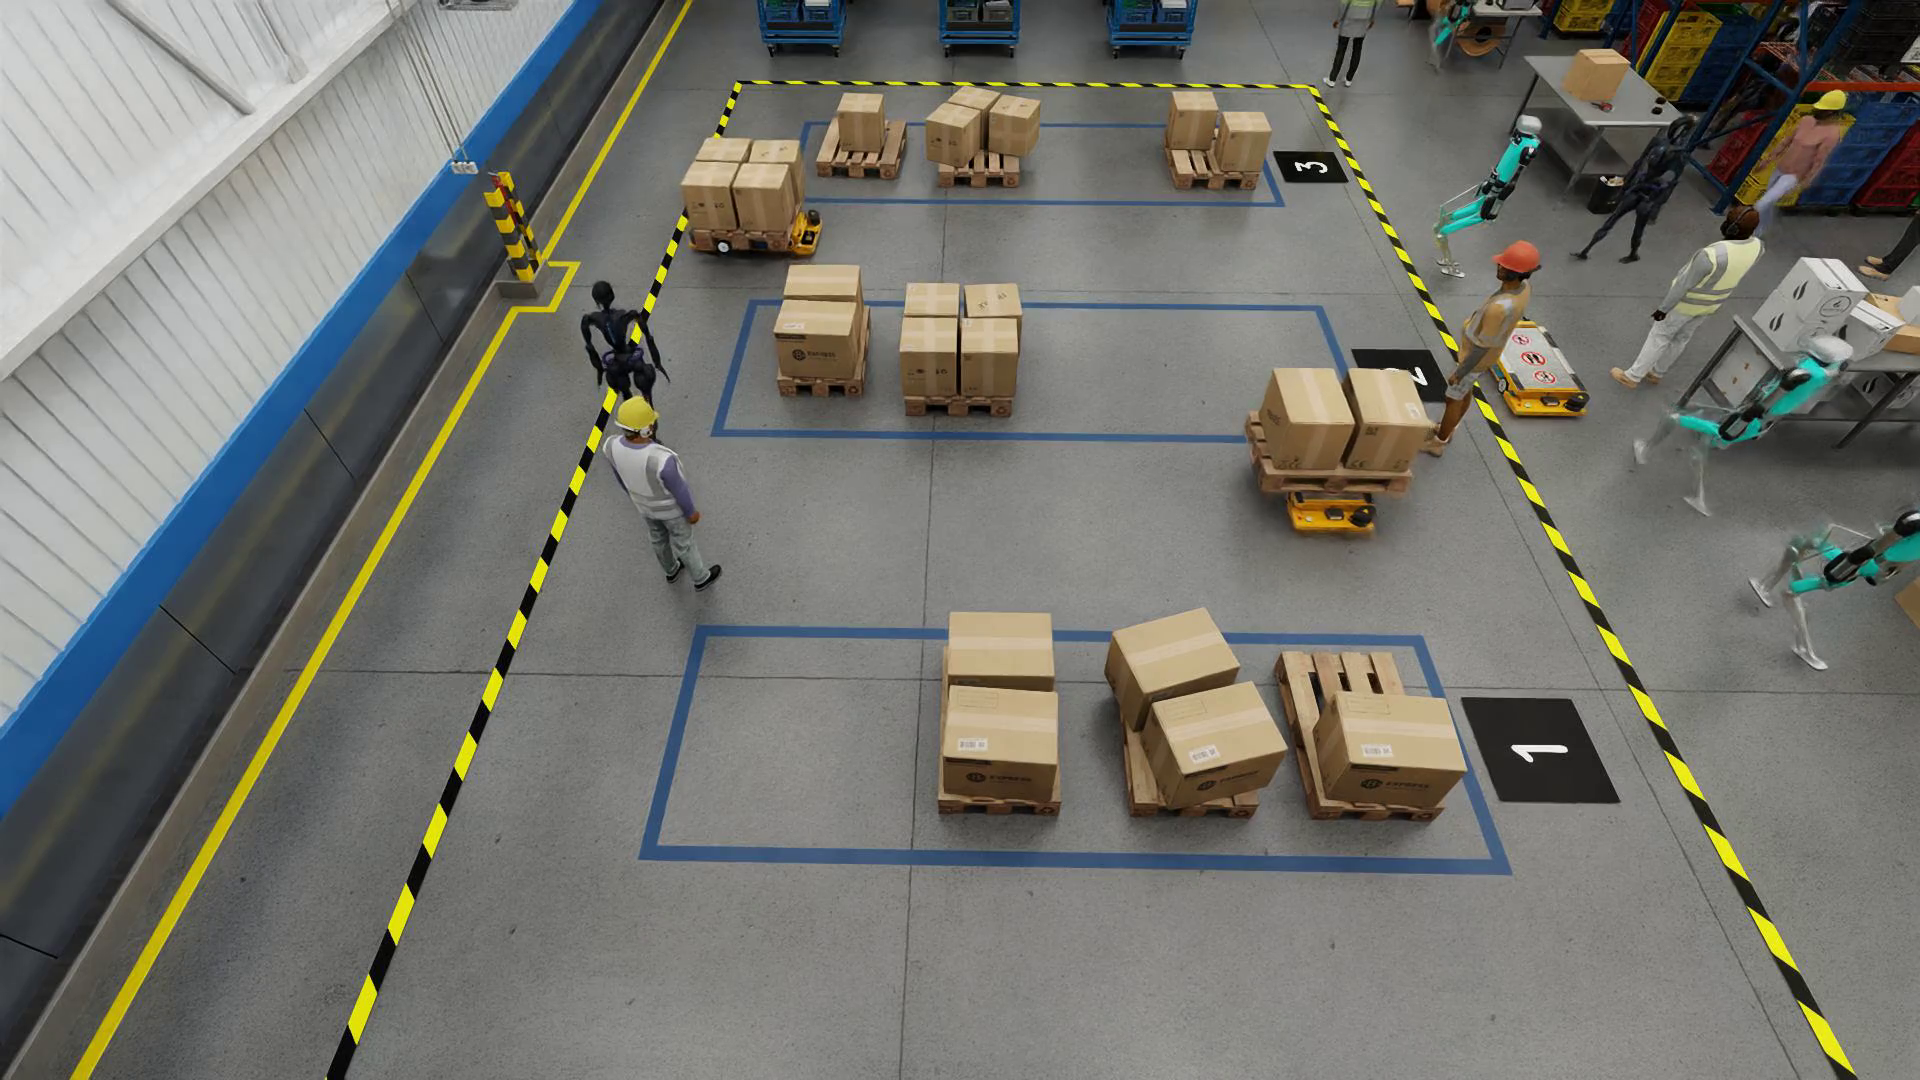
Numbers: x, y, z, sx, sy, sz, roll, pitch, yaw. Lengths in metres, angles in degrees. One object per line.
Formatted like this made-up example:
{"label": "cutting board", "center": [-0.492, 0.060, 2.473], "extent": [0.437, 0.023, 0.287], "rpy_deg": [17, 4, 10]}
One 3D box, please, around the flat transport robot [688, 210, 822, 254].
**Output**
{"label": "flat transport robot", "center": [-2.369, -3.603, 10.633], "extent": [1.431, 0.197, 0.652], "rpy_deg": [3, 49, 2]}

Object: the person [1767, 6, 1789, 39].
{"label": "person", "center": [11.829, -7.534, 13.014], "extent": [0.462, 1.840, 0.657], "rpy_deg": [-8, 50, -7]}

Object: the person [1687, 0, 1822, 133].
{"label": "person", "center": [10.395, -6.240, 11.789], "extent": [0.957, 1.997, 0.612], "rpy_deg": [28, 55, 22]}

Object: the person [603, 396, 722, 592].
{"label": "person", "center": [-2.190, -0.300, 6.765], "extent": [0.586, 1.822, 0.404], "rpy_deg": [18, 52, 15]}

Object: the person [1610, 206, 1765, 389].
{"label": "person", "center": [6.670, -2.173, 8.383], "extent": [0.629, 1.835, 0.429], "rpy_deg": [-11, 50, -10]}

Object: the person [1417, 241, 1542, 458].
{"label": "person", "center": [4.317, -1.567, 7.718], "extent": [0.391, 2.041, 0.611], "rpy_deg": [36, 58, 27]}

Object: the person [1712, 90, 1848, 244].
{"label": "person", "center": [8.948, -4.018, 10.033], "extent": [0.776, 1.734, 0.556], "rpy_deg": [-2, 49, -1]}

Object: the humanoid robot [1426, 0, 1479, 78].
{"label": "humanoid robot", "center": [7.049, -7.585, 13.140], "extent": [0.555, 1.797, 0.809], "rpy_deg": [-31, 56, -24]}

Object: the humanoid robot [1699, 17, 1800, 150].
{"label": "humanoid robot", "center": [10.051, -5.697, 11.561], "extent": [0.718, 1.624, 0.591], "rpy_deg": [12, 50, 10]}

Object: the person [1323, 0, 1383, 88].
{"label": "person", "center": [5.548, -7.338, 12.841], "extent": [0.589, 1.847, 0.407], "rpy_deg": [2, 49, 1]}

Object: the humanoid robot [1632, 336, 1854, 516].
{"label": "humanoid robot", "center": [6.257, -1.099, 7.541], "extent": [0.530, 1.770, 0.996], "rpy_deg": [-16, 51, -13]}

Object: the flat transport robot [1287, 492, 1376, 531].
{"label": "flat transport robot", "center": [3.148, -0.672, 8.096], "extent": [0.652, 0.197, 1.431], "rpy_deg": [1, 49, 1]}

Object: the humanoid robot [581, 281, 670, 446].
{"label": "humanoid robot", "center": [-2.877, -1.538, 7.959], "extent": [0.616, 1.620, 0.794], "rpy_deg": [-8, 50, -7]}

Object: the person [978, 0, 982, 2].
{"label": "person", "center": [0.429, -9.169, 14.506], "extent": [0.600, 1.722, 0.485], "rpy_deg": [-1, 49, -1]}

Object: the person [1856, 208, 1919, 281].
{"label": "person", "center": [10.278, -3.599, 9.605], "extent": [0.507, 1.846, 0.344], "rpy_deg": [-31, 56, -24]}

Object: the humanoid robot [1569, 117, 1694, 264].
{"label": "humanoid robot", "center": [7.336, -3.690, 9.828], "extent": [0.782, 1.630, 0.604], "rpy_deg": [-10, 50, -9]}

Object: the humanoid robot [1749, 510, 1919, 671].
{"label": "humanoid robot", "center": [6.288, 0.079, 6.522], "extent": [0.542, 1.757, 1.041], "rpy_deg": [-6, 49, -5]}

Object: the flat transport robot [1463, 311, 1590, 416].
{"label": "flat transport robot", "center": [5.573, -1.757, 9.054], "extent": [0.659, 0.231, 1.431], "rpy_deg": [1, 49, 1]}

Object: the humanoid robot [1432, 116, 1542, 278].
{"label": "humanoid robot", "center": [5.360, -3.578, 9.573], "extent": [0.735, 1.673, 0.533], "rpy_deg": [9, 50, 8]}

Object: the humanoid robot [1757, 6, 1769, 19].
{"label": "humanoid robot", "center": [12.346, -8.143, 13.656], "extent": [0.388, 1.640, 0.584], "rpy_deg": [-11, 50, -10]}
